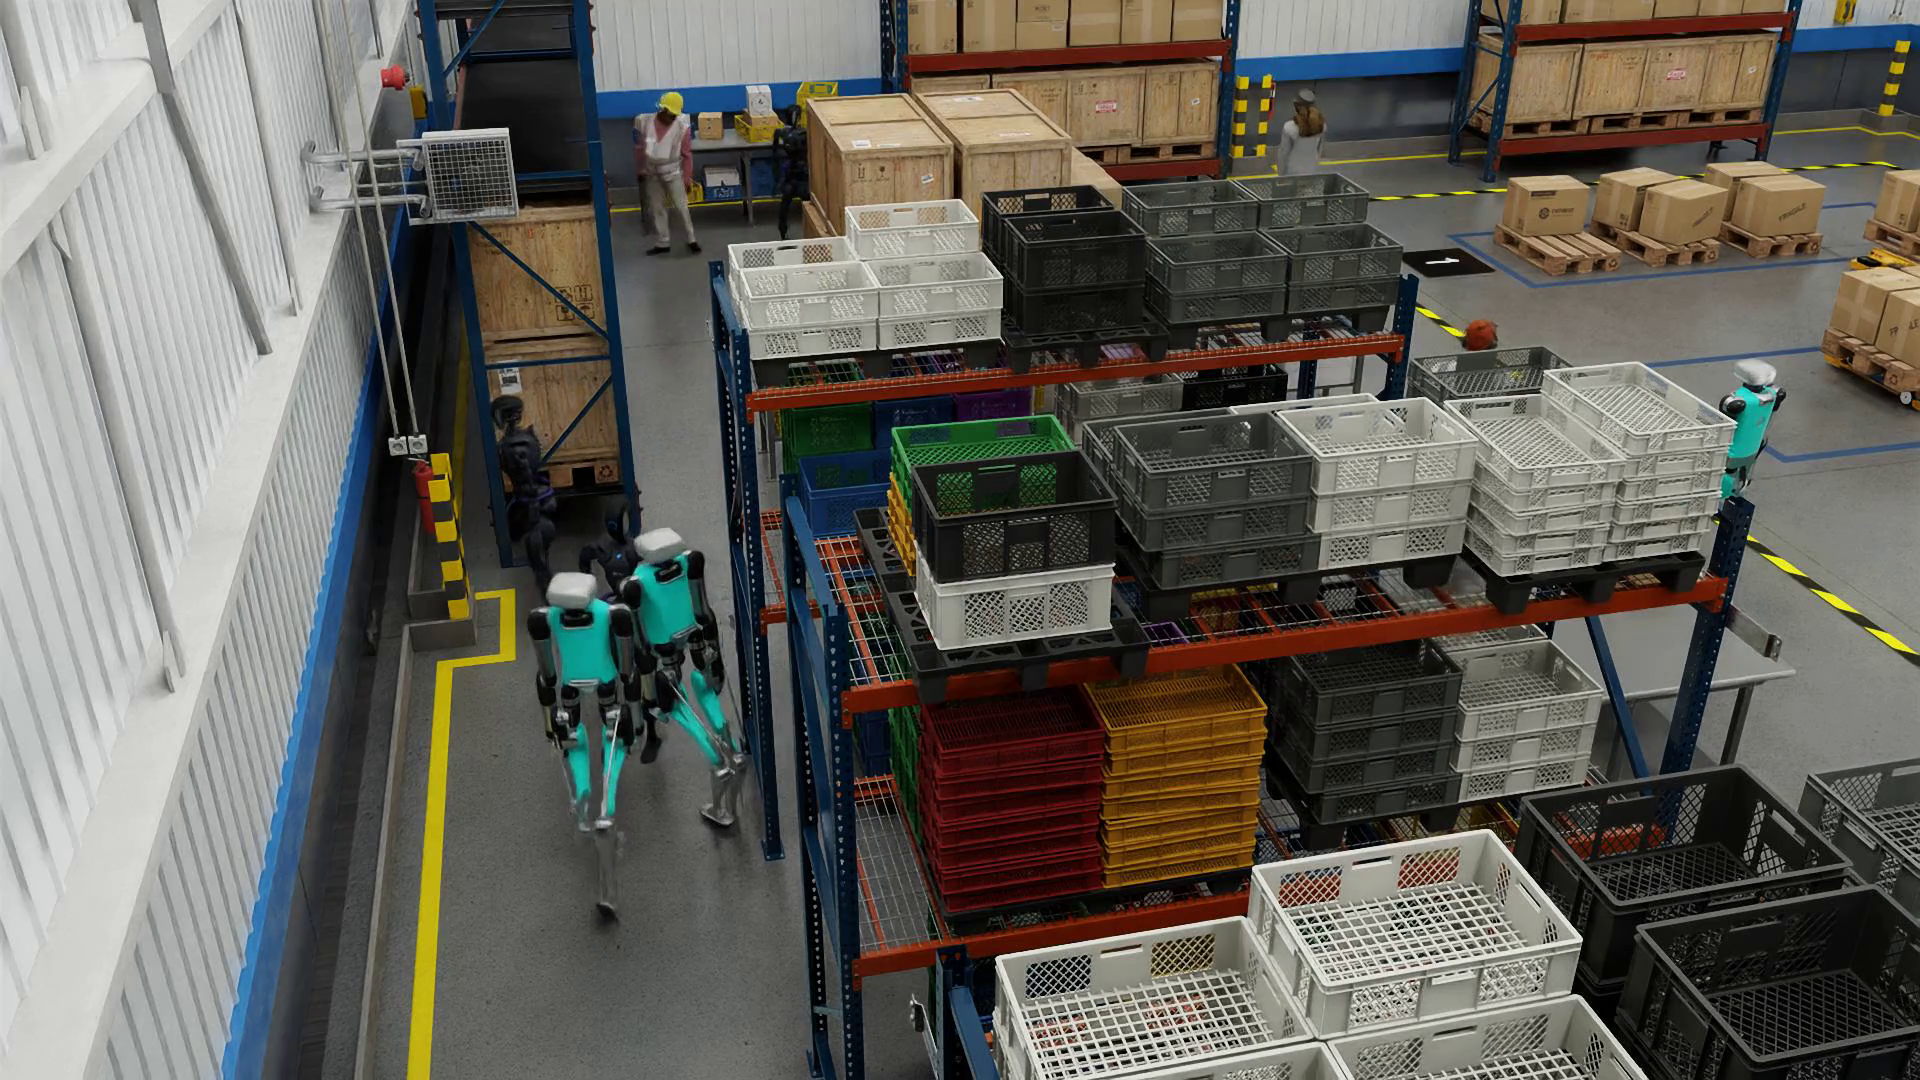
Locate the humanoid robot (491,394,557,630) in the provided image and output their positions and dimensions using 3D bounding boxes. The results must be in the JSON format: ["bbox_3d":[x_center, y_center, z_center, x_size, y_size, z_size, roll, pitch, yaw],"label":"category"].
[{"bbox_3d":[-2.795,-0.181,10.880,0.332,1.662,0.608,-12,30,-22],"label":"humanoid robot"}]

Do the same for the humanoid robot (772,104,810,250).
[{"bbox_3d":[-1.734,-3.875,17.900,0.595,1.642,0.414,11,30,20],"label":"humanoid robot"}]

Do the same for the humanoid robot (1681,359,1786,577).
[{"bbox_3d":[5.015,-0.481,11.245,0.533,1.672,0.735,-15,31,-26],"label":"humanoid robot"}]

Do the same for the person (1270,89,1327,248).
[{"bbox_3d":[3.670,-4.008,18.045,0.587,1.766,0.462,-12,30,-21],"label":"person"}]

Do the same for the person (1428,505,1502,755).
[{"bbox_3d":[3.057,0.338,9.644,0.628,1.899,0.964,-25,37,-39],"label":"person"}]

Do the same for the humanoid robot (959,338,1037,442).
[{"bbox_3d":[0.299,-0.502,11.320,0.532,1.693,0.732,-4,28,-8],"label":"humanoid robot"}]

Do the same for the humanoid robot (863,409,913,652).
[{"bbox_3d":[-0.543,0.060,10.458,0.726,1.883,0.538,-11,30,-20],"label":"humanoid robot"}]

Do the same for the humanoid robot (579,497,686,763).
[{"bbox_3d":[-1.877,0.526,9.532,0.602,1.656,0.355,0,28,1],"label":"humanoid robot"}]

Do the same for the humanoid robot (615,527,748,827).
[{"bbox_3d":[-1.379,0.870,8.921,0.777,1.862,0.548,24,36,38],"label":"humanoid robot"}]

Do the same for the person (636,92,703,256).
[{"bbox_3d":[-3.151,-3.909,17.851,0.675,1.781,0.405,6,28,12],"label":"person"}]

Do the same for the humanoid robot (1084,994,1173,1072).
[{"bbox_3d":[0.688,2.283,6.212,0.554,1.640,0.588,-24,36,-38],"label":"humanoid robot"}]

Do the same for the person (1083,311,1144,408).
[{"bbox_3d":[1.161,-1.327,12.663,0.607,2.044,0.367,19,33,31],"label":"person"}]

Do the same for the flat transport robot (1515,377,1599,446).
[{"bbox_3d":[4.780,-1.036,14.013,0.659,0.231,1.431,-6,28,-12],"label":"flat transport robot"}]

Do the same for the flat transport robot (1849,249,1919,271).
[{"bbox_3d":[10.264,-2.948,17.609,1.431,0.197,0.652,-7,29,-14],"label":"flat transport robot"}]

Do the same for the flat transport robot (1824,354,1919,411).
[{"bbox_3d":[8.473,-1.467,14.800,0.652,0.197,1.431,-6,28,-12],"label":"flat transport robot"}]

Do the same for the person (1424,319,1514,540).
[{"bbox_3d":[3.480,-0.638,11.537,0.592,1.878,0.380,15,31,27],"label":"person"}]

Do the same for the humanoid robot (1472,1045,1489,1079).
[{"bbox_3d":[1.862,2.314,6.168,0.633,1.634,0.605,-15,31,-26],"label":"humanoid robot"}]

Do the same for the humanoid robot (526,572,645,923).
[{"bbox_3d":[-1.899,1.112,8.399,0.558,1.767,0.995,-1,28,-2],"label":"humanoid robot"}]
